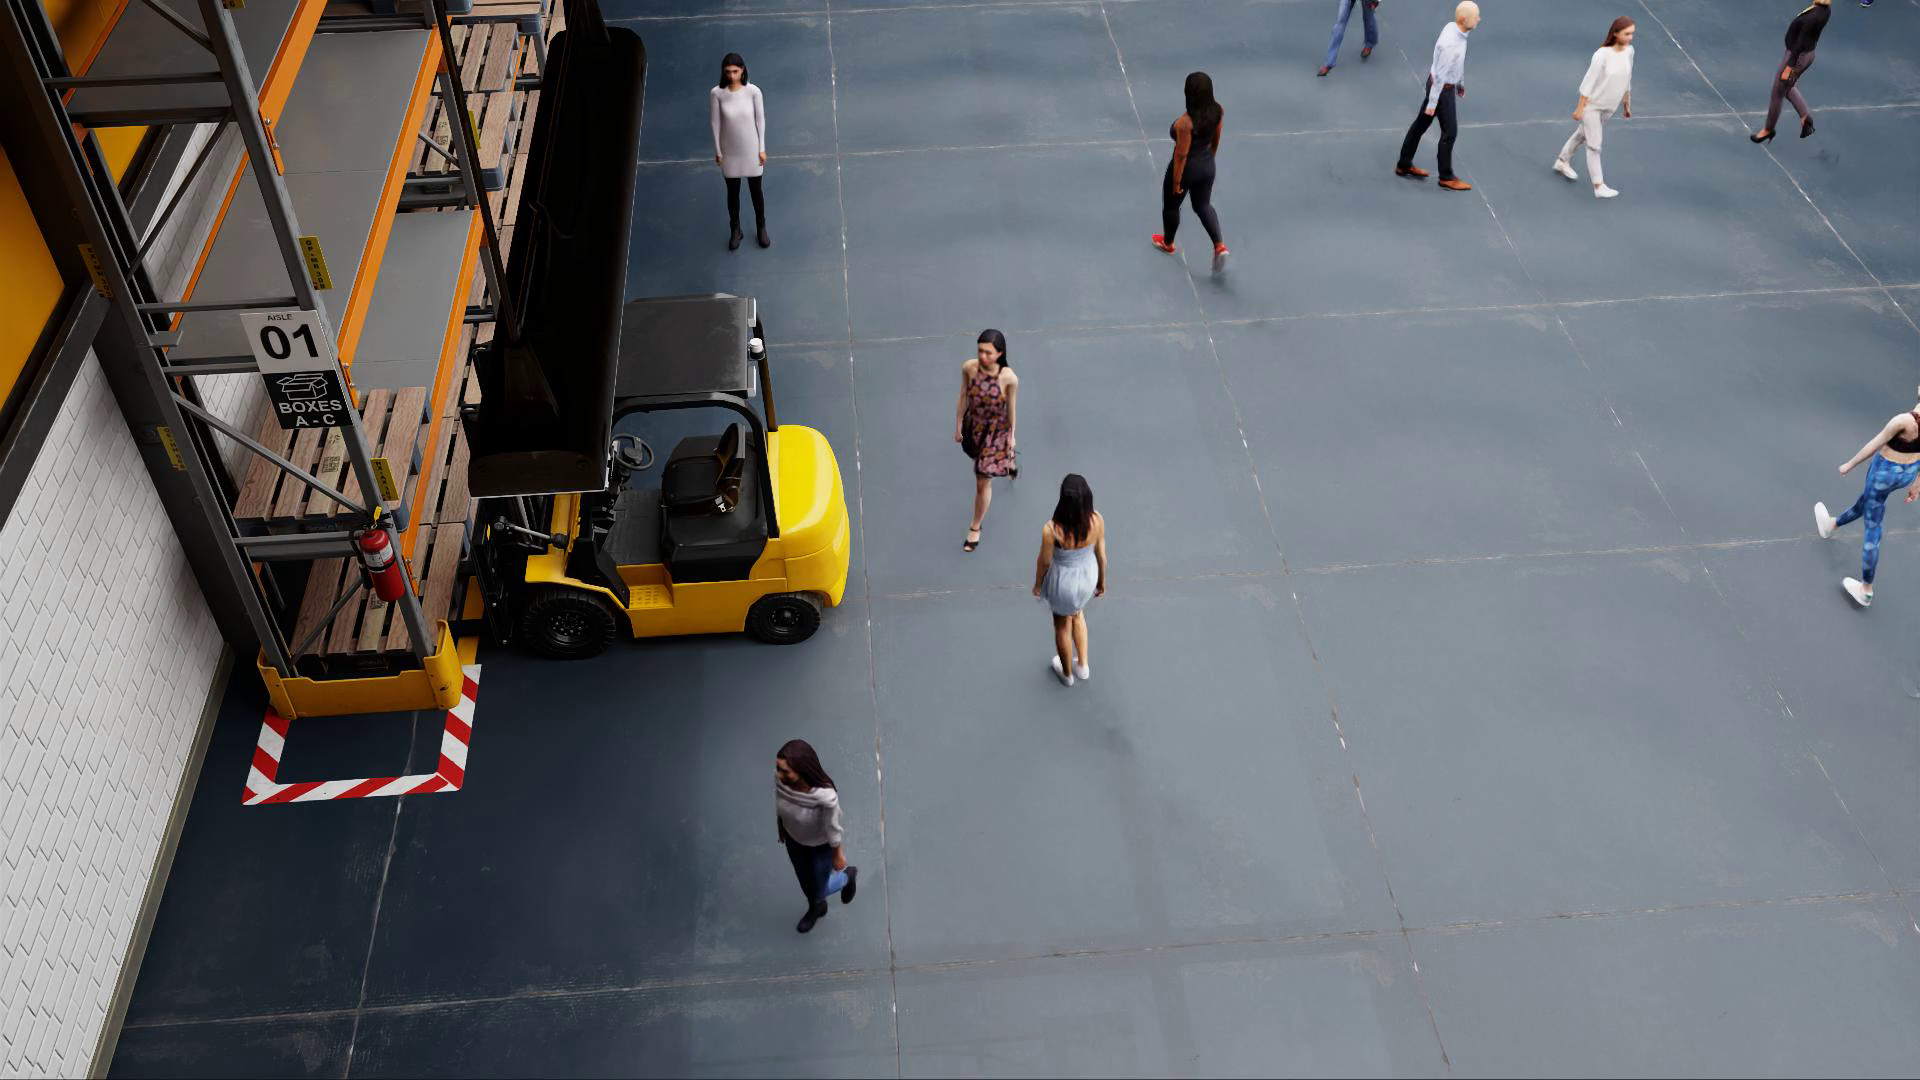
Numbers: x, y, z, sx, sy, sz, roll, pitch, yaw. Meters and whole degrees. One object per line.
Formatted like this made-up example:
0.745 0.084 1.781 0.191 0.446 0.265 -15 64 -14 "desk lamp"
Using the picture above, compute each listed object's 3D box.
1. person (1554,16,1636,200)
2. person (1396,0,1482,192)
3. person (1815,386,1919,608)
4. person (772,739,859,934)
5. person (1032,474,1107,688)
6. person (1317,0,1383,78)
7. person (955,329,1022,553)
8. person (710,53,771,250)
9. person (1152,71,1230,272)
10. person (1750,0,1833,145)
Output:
5.751 -3.987 15.114 0.900 1.649 1.140 -21 48 -21 "person"
4.279 -4.063 15.113 0.938 1.761 0.986 11 45 11 "person"
6.265 -0.304 11.184 0.588 1.738 1.142 -4 44 -5 "person"
-0.774 1.609 9.262 0.799 1.618 0.857 27 50 26 "person"
0.738 0.341 10.521 0.678 1.718 0.717 -18 47 -18 "person"
4.096 -5.578 16.717 1.133 1.741 1.228 28 50 26 "person"
0.214 -0.777 11.677 0.985 1.743 1.211 17 46 17 "person"
-1.881 -3.359 14.339 0.600 1.809 0.520 -4 44 -4 "person"
2.023 -3.091 14.070 0.989 1.793 1.205 -25 49 -24 "person"
7.906 -4.419 15.561 0.895 1.659 0.833 30 51 28 "person"
